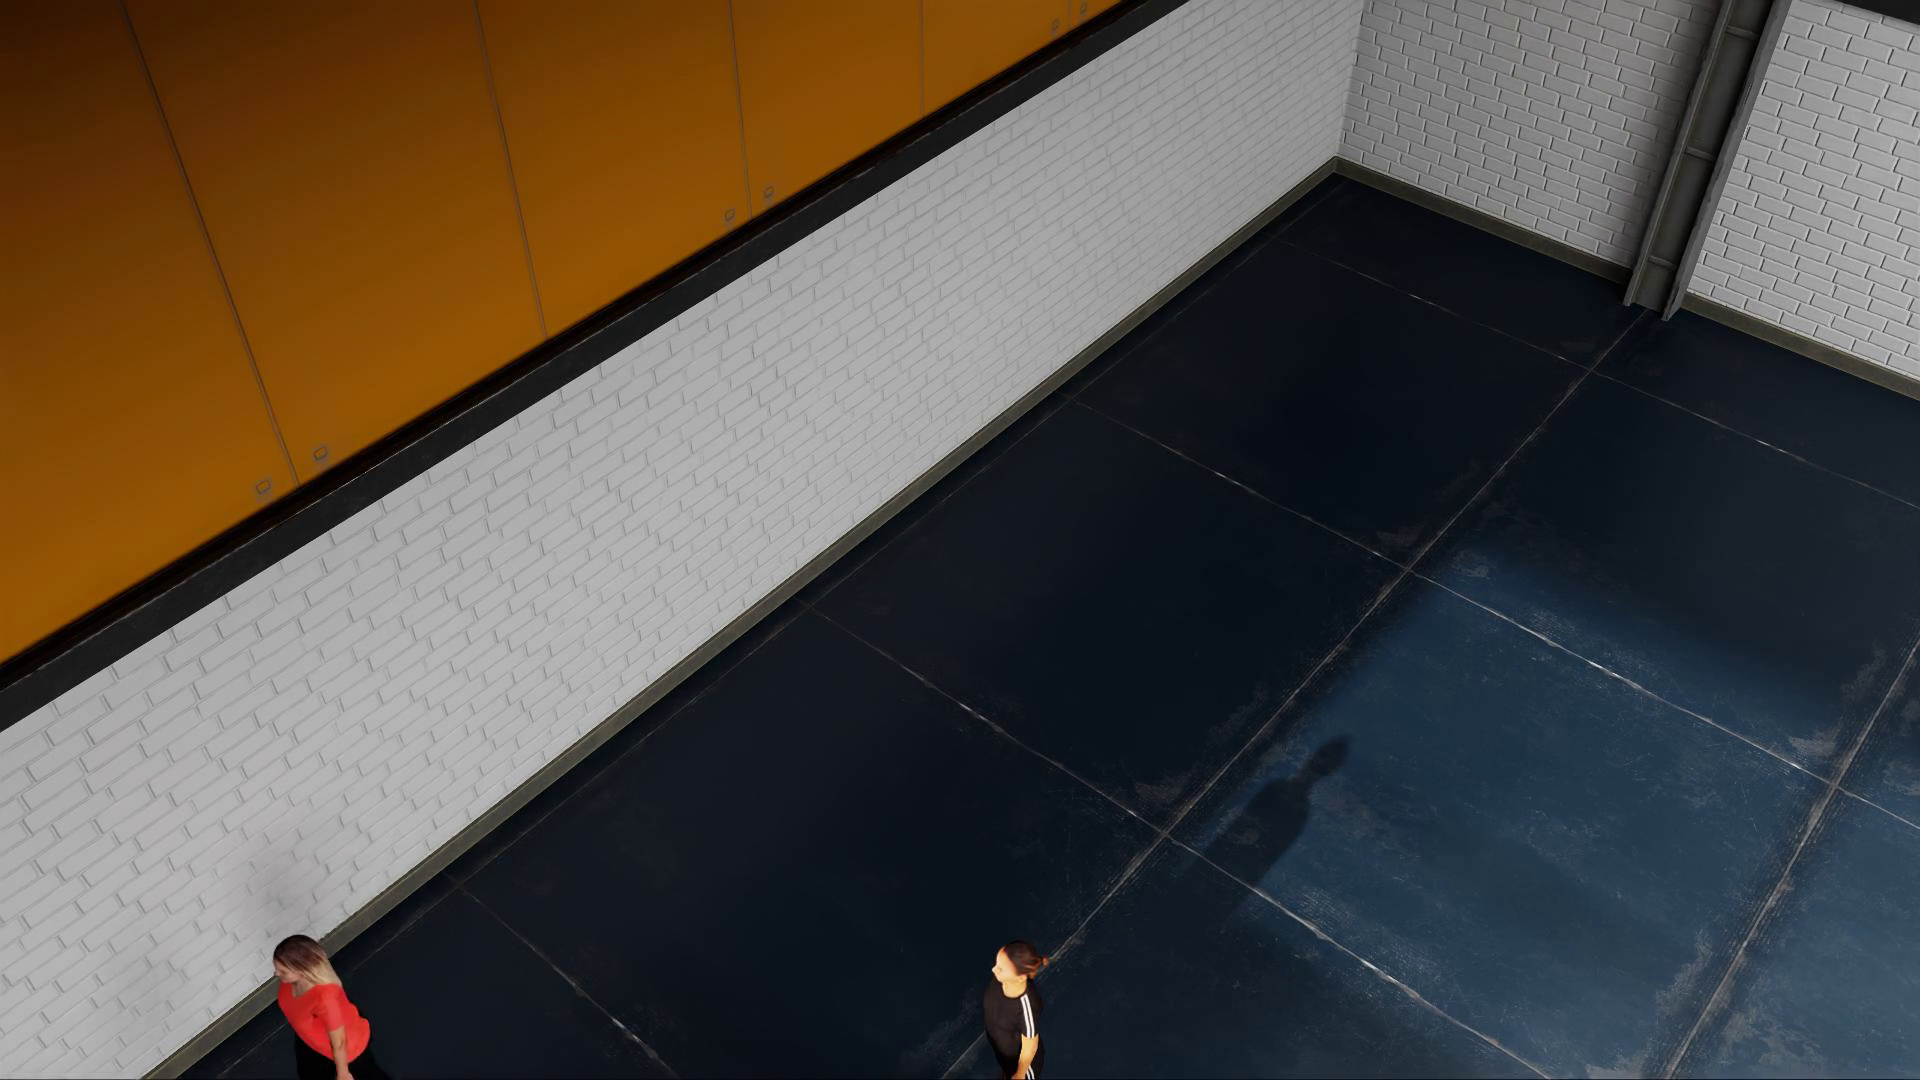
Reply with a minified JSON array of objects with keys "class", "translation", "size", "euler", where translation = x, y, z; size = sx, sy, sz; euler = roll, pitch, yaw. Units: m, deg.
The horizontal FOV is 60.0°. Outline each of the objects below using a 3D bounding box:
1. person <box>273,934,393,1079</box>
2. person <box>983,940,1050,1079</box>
[{"class":"person","translation":[-3.015,2.414,8.263],"size":[0.544,1.682,0.690],"euler":[34,53,31]},{"class":"person","translation":[0.274,2.470,8.213],"size":[0.722,1.669,0.614],"euler":[-14,45,-14]}]
